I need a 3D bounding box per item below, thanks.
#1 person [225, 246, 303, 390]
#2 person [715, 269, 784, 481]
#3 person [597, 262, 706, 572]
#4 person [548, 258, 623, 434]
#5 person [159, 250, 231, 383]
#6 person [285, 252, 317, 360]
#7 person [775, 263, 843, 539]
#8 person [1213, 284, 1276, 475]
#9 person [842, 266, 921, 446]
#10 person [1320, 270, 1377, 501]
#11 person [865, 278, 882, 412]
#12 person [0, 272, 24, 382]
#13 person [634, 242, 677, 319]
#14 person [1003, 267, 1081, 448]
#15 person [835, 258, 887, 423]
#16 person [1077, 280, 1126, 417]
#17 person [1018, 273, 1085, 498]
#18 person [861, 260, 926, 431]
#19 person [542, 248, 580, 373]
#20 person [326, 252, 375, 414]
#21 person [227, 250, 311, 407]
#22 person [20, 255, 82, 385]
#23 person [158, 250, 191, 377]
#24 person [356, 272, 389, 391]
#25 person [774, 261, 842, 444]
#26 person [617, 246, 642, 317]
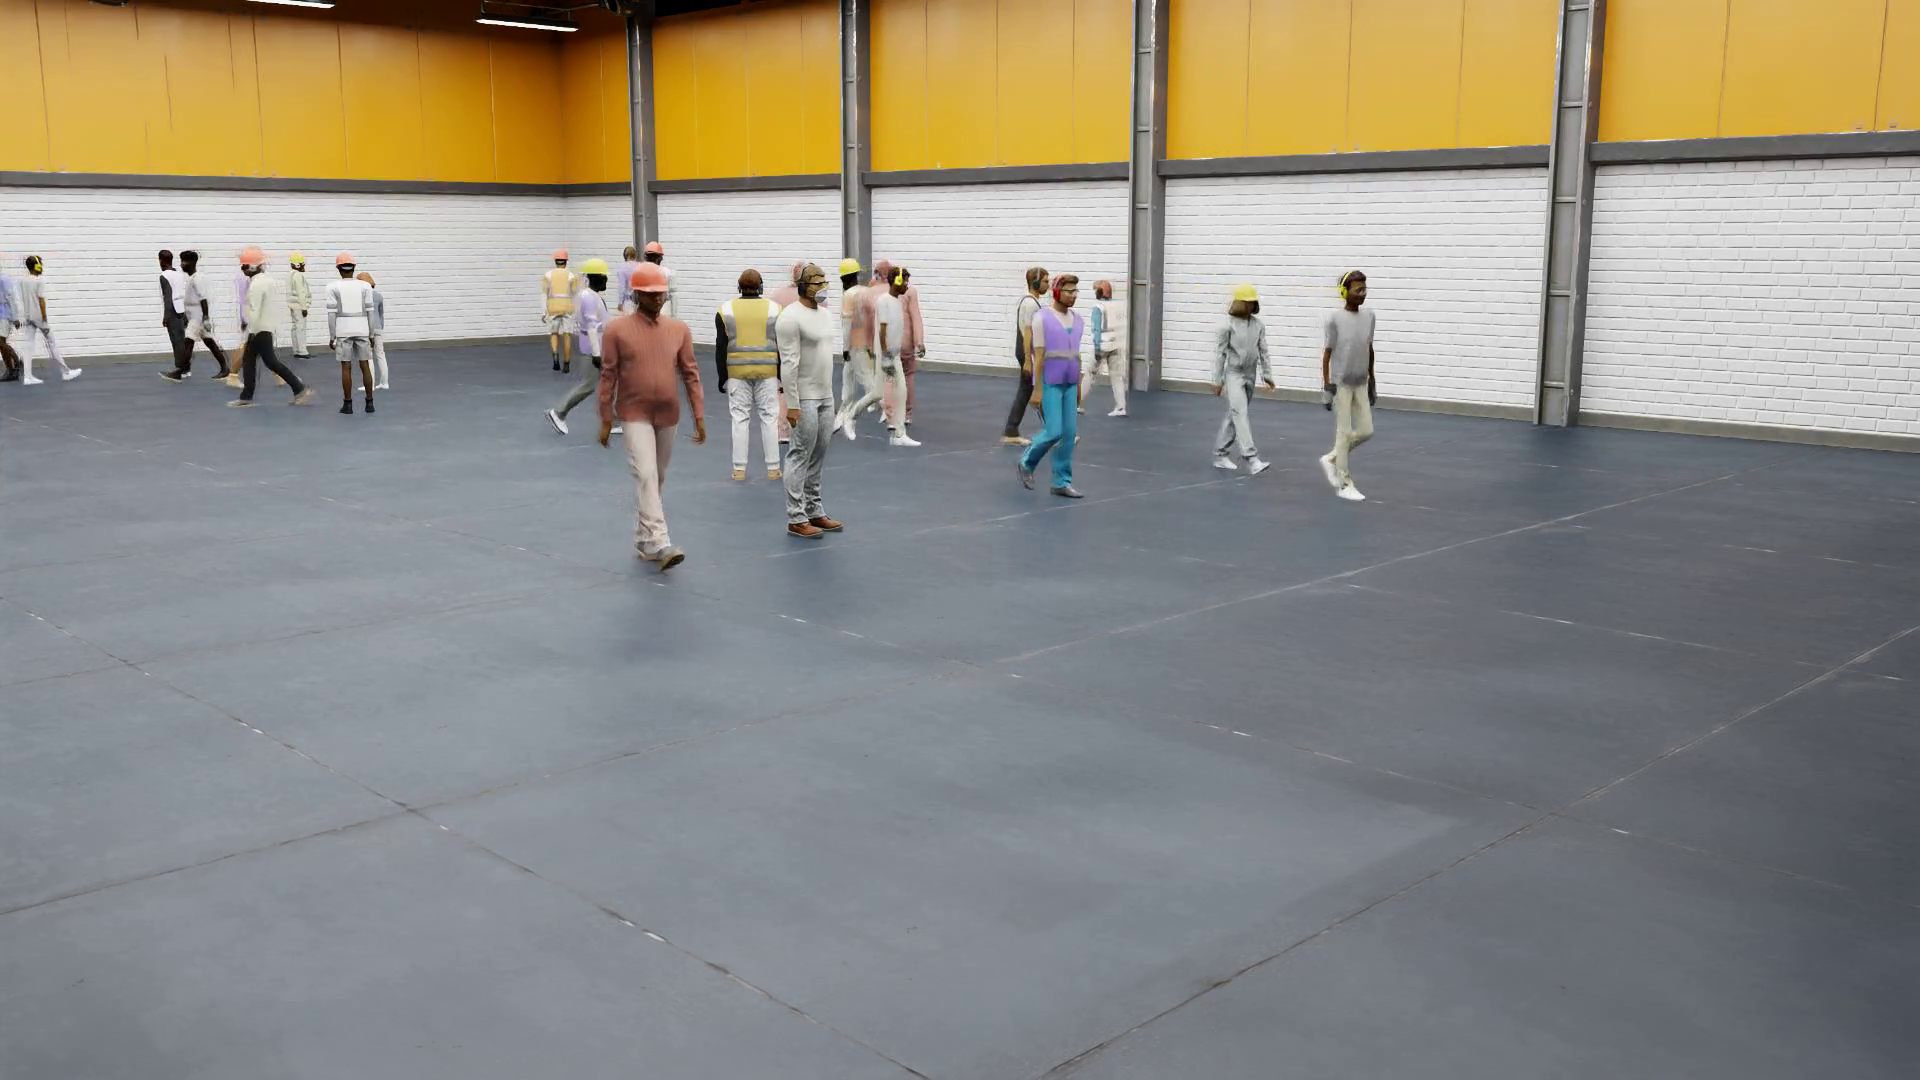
[{"bbox_3d":[-9.785,-3.088,23.147,1.070,1.987,0.633,-8,13,-38],"label":"person"},{"bbox_3d":[-1.812,-1.436,14.519,0.634,1.841,0.429,-2,11,-8],"label":"person"},{"bbox_3d":[-1.916,-0.775,10.616,0.652,1.942,0.981,-7,13,-34],"label":"person"},{"bbox_3d":[-3.955,-2.063,17.794,0.866,1.903,0.593,0,10,1],"label":"person"},{"bbox_3d":[-11.174,-3.255,24.249,1.009,1.911,0.632,-5,12,-27],"label":"person"},{"bbox_3d":[-11.344,-4.011,28.578,0.404,1.835,0.586,-8,13,-38],"label":"person"},{"bbox_3d":[-1.062,-0.989,11.813,0.360,1.938,0.635,5,11,23],"label":"person"},{"bbox_3d":[2.569,-1.435,14.912,0.496,1.696,0.905,-7,12,-33],"label":"person"},{"bbox_3d":[-0.797,-1.875,16.974,0.846,1.821,0.569,6,12,28],"label":"person"},{"bbox_3d":[3.147,-1.256,13.495,0.545,1.858,0.530,-5,12,-26],"label":"person"},{"bbox_3d":[-1.024,-2.335,20.033,0.505,1.621,0.429,0,10,2],"label":"person"},{"bbox_3d":[-13.954,-3.239,24.145,0.607,1.912,0.461,6,12,30],"label":"person"},{"bbox_3d":[-4.265,-3.147,23.308,0.609,2.040,0.395,-3,11,-14],"label":"person"},{"bbox_3d":[0.801,-1.825,16.719,0.795,1.809,0.535,0,10,-1],"label":"person"},{"bbox_3d":[-1.118,-2.275,19.003,0.921,1.888,0.595,4,11,21],"label":"person"},{"bbox_3d":[1.622,-2.258,19.654,0.846,1.599,0.526,8,13,37],"label":"person"},{"bbox_3d":[0.765,-1.251,13.538,0.596,1.828,0.484,-10,14,-43],"label":"person"},{"bbox_3d":[-0.723,-2.156,18.417,0.720,1.851,0.895,0,10,3],"label":"person"},{"bbox_3d":[-6.198,-3.555,25.830,0.595,1.927,0.449,-2,11,-10],"label":"person"},{"bbox_3d":[-7.306,-2.478,19.963,0.542,1.929,0.368,-6,12,-30],"label":"person"},{"bbox_3d":[-8.624,-2.621,20.672,0.966,1.960,0.617,-3,11,-18],"label":"person"},{"bbox_3d":[-13.247,-3.183,24.064,0.554,1.830,0.913,4,11,21],"label":"person"},{"bbox_3d":[-11.819,-3.399,25.019,0.394,1.916,0.590,-1,10,-4],"label":"person"},{"bbox_3d":[-8.149,-2.872,22.949,0.288,1.626,0.498,6,12,28],"label":"person"},{"bbox_3d":[-1.601,-1.950,17.268,0.656,1.856,0.984,4,11,20],"label":"person"},{"bbox_3d":[-5.820,-4.237,29.527,0.366,1.938,0.630,9,14,40],"label":"person"}]
